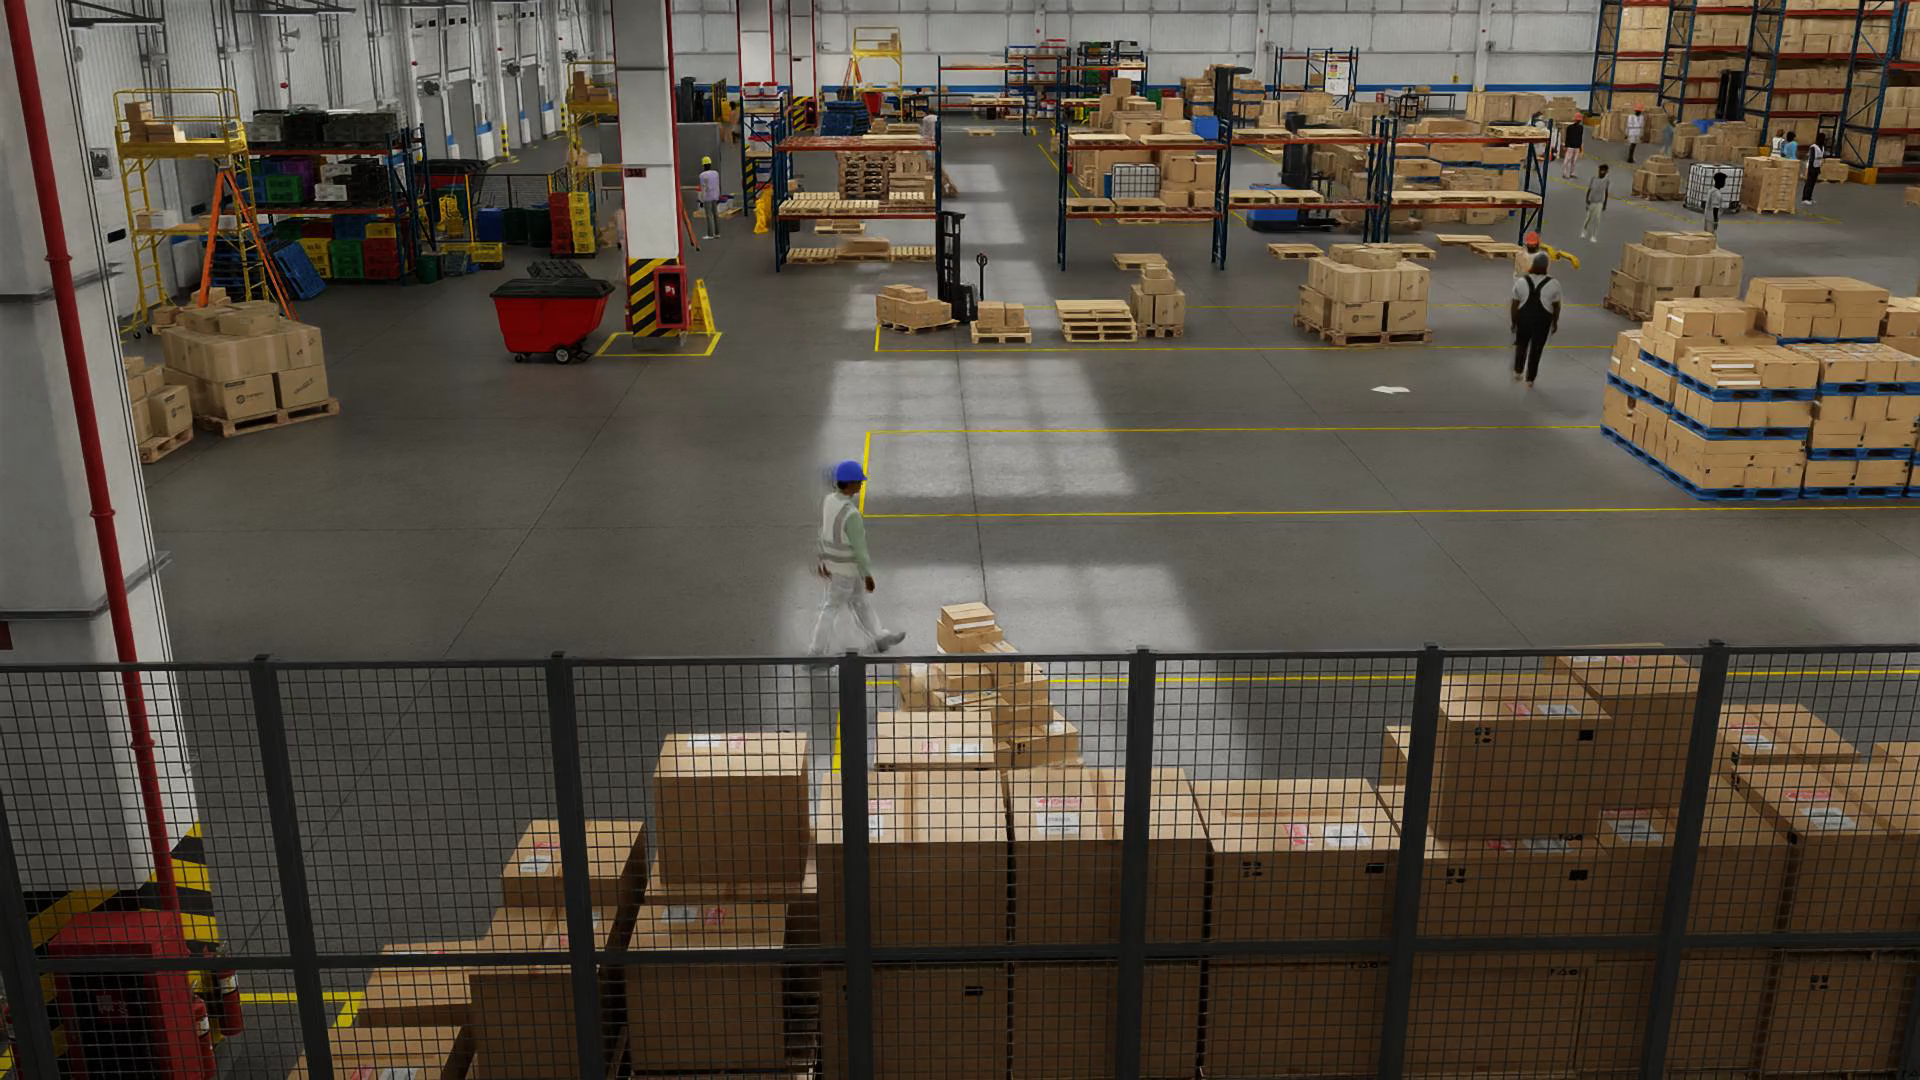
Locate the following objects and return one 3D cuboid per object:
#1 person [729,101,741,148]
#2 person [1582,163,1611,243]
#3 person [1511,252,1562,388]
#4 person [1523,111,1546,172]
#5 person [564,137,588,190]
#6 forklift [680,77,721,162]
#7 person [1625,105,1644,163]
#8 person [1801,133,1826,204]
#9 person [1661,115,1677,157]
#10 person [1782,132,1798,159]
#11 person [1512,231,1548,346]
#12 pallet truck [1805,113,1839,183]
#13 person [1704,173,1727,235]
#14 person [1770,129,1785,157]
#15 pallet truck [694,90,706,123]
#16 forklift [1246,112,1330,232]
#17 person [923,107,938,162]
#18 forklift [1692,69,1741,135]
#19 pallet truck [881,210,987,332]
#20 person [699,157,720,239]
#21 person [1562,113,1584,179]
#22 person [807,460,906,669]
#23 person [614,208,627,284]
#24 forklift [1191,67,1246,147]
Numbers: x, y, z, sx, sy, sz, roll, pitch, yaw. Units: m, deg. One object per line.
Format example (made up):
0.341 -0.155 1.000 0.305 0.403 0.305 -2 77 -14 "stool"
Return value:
-8.215 -15.236 60.928 0.626 1.682 0.540 -16 25 -40 "person"
14.877 -7.904 38.930 0.537 1.836 0.603 2 19 7 "person"
8.682 -3.335 25.059 0.695 2.000 0.632 9 21 25 "person"
18.512 -12.859 53.561 0.641 1.892 1.050 -5 19 -15 "person"
-10.306 -9.912 44.842 0.649 1.860 0.932 -11 22 -30 "person"
-8.944 -13.866 55.007 1.873 2.768 1.129 -1 19 -1 "forklift"
22.590 -13.546 55.538 0.579 1.914 0.680 -4 19 -11 "person"
23.396 -10.184 45.569 0.597 1.915 0.370 -15 23 -37 "person"
21.811 -12.142 51.357 0.505 1.927 0.648 11 21 29 "person"
24.055 -11.024 48.406 0.560 1.679 0.460 -11 22 -30 "person"
9.610 -4.270 28.055 0.549 1.907 0.912 10 21 26 "person"
26.403 -11.957 50.702 0.823 1.965 1.885 6 19 16 "pallet truck"
16.221 -6.924 35.820 0.361 1.964 0.617 4 19 10 "person"
24.461 -11.468 49.808 0.307 1.637 0.525 -5 19 -15 "person"
-9.671 -15.907 62.421 0.823 1.965 1.885 5 19 15 "pallet truck"
8.037 -8.951 40.426 1.873 2.768 1.129 -1 19 -1 "forklift"
-0.937 -13.214 54.524 0.635 1.935 0.349 -10 21 -27 "person"
27.389 -15.397 59.549 1.873 2.768 1.129 -1 19 -1 "forklift"
-0.493 -4.759 29.349 1.885 1.965 0.823 -13 23 -34 "pallet truck"
-5.927 -8.081 39.319 0.383 1.923 0.589 14 23 35 "person"
18.917 -12.138 51.249 0.622 1.989 0.399 -6 20 -19 "person"
-0.944 0.209 14.770 1.013 1.888 0.637 -8 20 -22 "person"
-6.501 -5.911 33.033 0.650 1.822 0.519 12 22 31 "person"
9.517 -15.894 61.023 1.873 2.768 1.129 -1 19 -1 "forklift"
